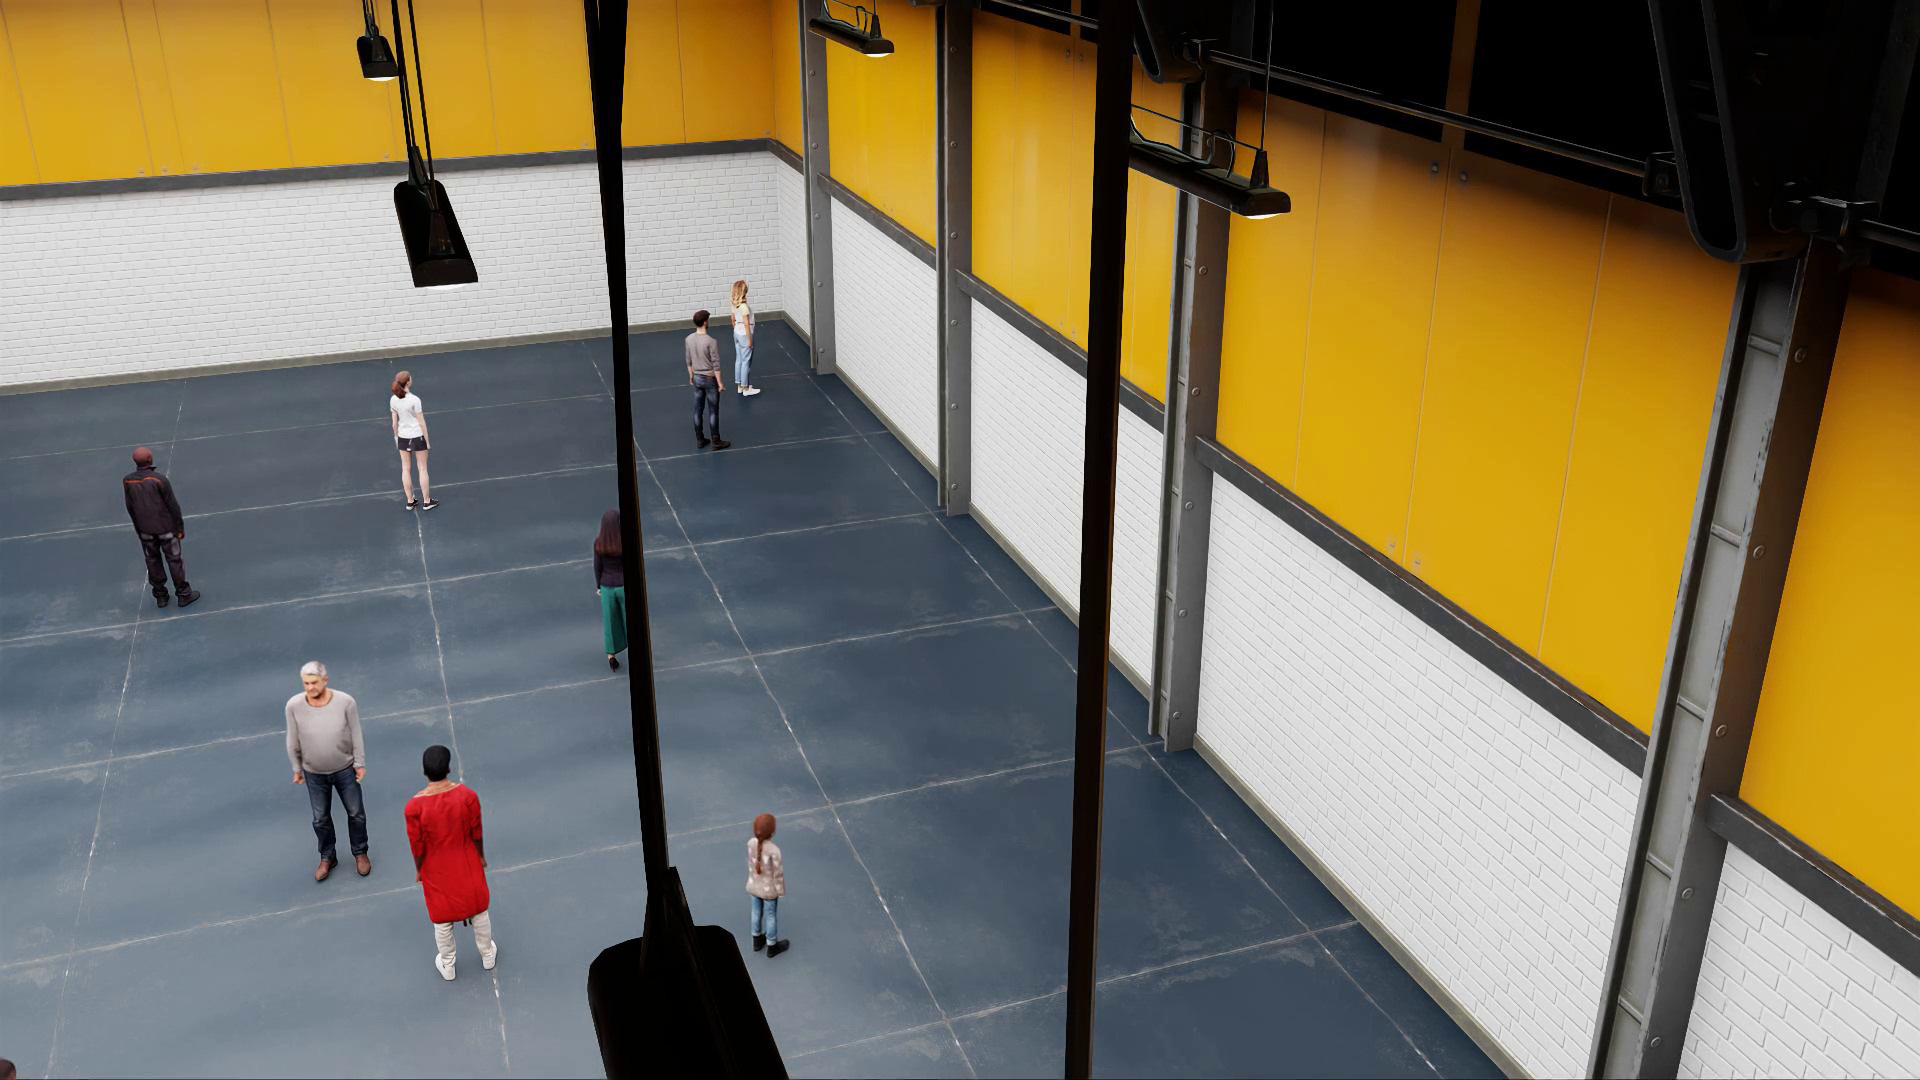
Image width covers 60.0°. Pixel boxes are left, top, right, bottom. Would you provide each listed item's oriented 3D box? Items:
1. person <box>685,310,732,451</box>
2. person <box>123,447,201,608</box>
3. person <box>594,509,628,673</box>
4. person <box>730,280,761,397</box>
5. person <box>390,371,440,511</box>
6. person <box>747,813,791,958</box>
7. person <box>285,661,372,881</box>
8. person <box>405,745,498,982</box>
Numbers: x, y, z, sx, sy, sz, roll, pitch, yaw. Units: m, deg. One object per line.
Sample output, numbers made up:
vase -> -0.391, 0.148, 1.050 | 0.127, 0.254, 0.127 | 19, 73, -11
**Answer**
person -> -3.430, -2.152, 22.376 | 0.762, 1.906, 0.834 | 12, 26, 25
person -> -8.634, -0.145, 17.885 | 0.766, 1.825, 0.718 | -1, 24, -3
person -> -3.385, 0.506, 16.502 | 0.687, 1.740, 0.671 | 3, 24, 6
person -> -3.198, -2.988, 24.516 | 0.742, 1.723, 0.571 | -15, 28, -31
person -> -6.748, -1.225, 20.450 | 0.654, 1.750, 0.664 | 3, 24, 6
person -> -1.467, 2.575, 12.450 | 0.535, 1.194, 0.608 | 14, 27, 29
person -> -5.043, 1.809, 13.307 | 0.753, 1.911, 0.655 | -5, 24, -11
person -> -3.702, 2.341, 12.124 | 0.682, 1.884, 0.596 | -10, 25, -21
